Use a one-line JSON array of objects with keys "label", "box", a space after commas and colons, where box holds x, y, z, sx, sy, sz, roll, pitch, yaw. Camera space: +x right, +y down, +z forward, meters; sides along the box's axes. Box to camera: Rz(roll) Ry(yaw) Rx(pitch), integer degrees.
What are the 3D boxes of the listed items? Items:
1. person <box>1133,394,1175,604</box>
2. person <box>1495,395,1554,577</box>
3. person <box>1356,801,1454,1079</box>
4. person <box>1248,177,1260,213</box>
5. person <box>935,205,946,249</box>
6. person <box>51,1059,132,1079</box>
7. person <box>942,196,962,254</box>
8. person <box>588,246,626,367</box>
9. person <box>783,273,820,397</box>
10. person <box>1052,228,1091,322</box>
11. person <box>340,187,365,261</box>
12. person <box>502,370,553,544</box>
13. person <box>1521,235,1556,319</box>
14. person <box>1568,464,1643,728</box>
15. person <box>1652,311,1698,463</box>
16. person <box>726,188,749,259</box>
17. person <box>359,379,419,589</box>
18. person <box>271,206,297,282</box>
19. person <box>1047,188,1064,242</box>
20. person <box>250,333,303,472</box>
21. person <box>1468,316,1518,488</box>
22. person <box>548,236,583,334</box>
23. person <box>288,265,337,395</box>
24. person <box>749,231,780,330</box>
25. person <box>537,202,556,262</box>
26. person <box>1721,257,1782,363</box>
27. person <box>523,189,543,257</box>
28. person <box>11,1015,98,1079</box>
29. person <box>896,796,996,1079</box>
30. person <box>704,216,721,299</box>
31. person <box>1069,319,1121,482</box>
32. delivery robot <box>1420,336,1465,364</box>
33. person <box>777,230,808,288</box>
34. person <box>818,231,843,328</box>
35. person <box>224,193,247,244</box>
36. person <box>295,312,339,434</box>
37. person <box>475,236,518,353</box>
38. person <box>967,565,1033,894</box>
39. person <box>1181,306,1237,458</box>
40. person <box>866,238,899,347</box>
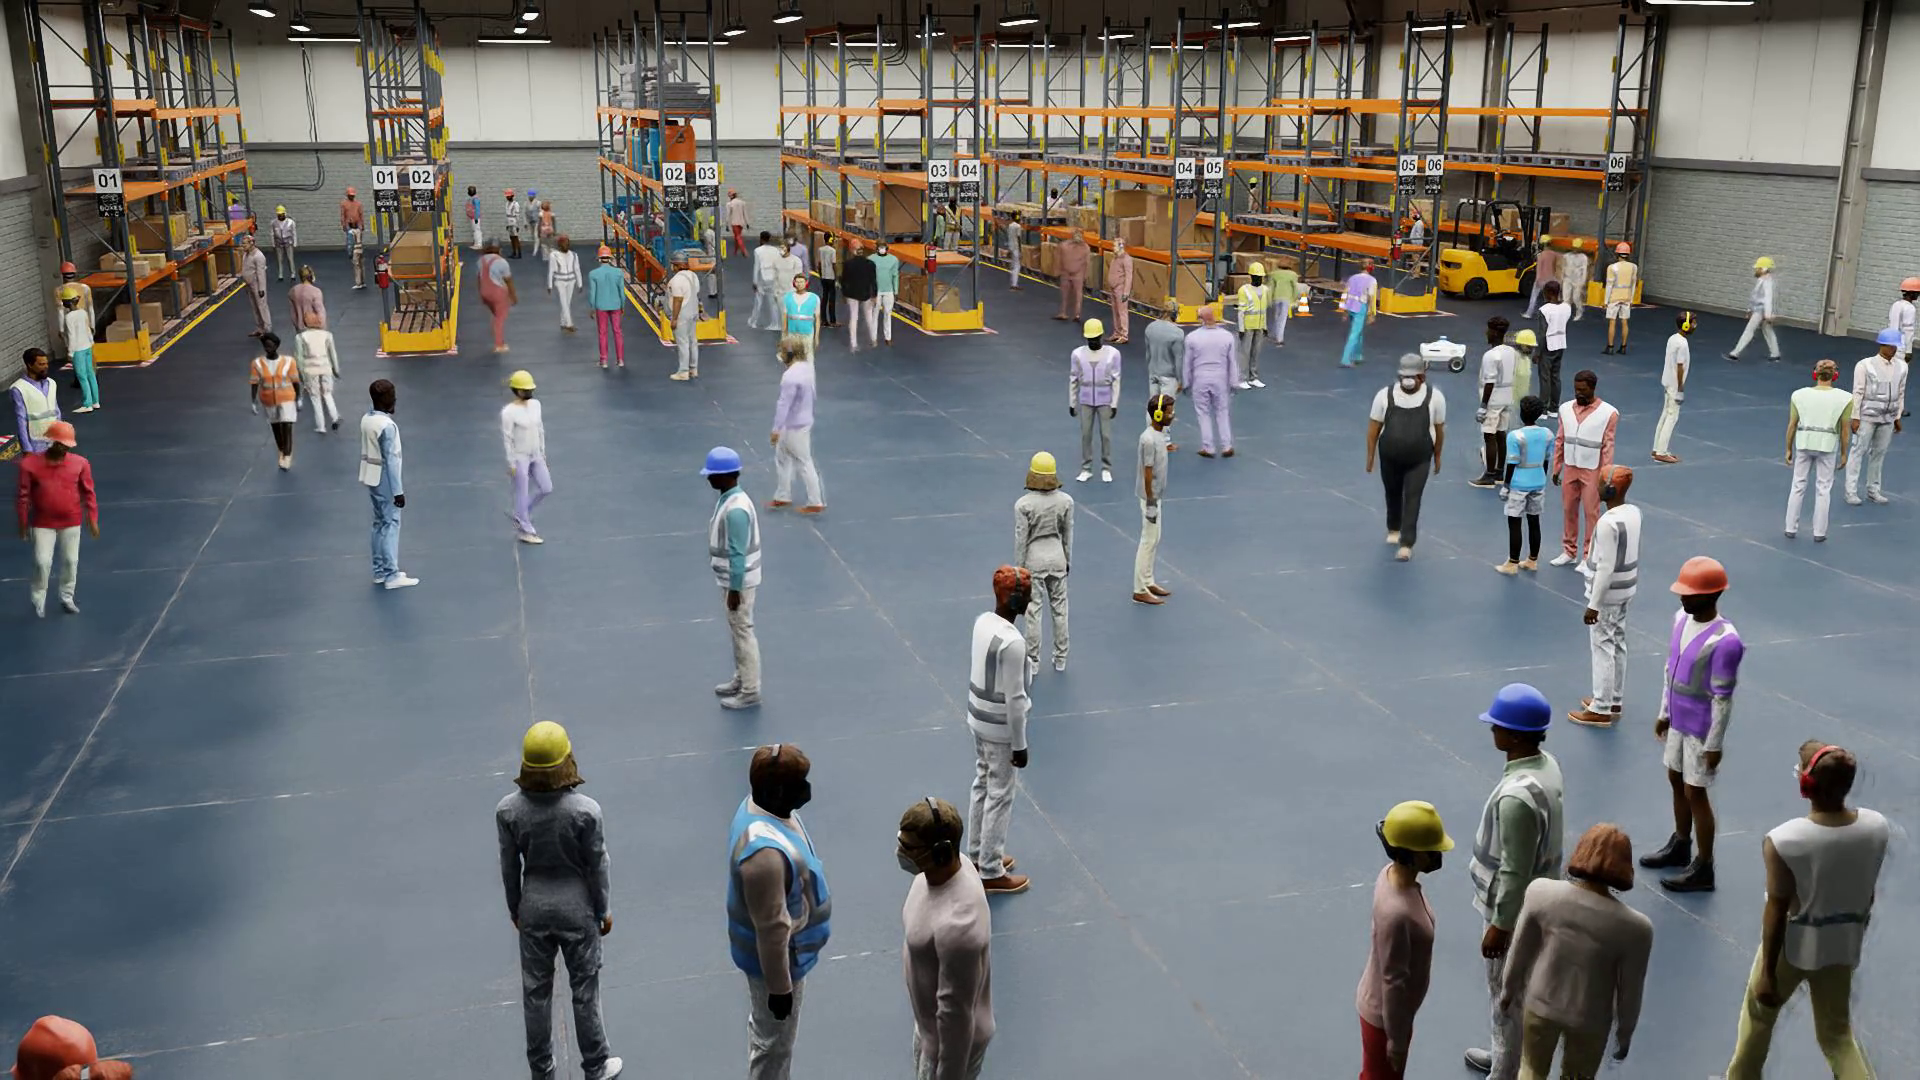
[{"label": "person", "box": [1.713, -0.364, 14.662, 0.325, 1.860, 0.514, 4, 15, 15]}, {"label": "person", "box": [5.255, -0.504, 15.493, 0.542, 1.695, 0.316, -7, 16, -25]}, {"label": "person", "box": [1.714, 1.846, 6.517, 0.318, 1.769, 0.522, 4, 15, 15]}, {"label": "person", "box": [9.274, -10.498, 52.659, 0.366, 1.927, 0.591, 9, 17, 29]}, {"label": "person", "box": [-0.508, -8.020, 43.919, 0.287, 1.627, 0.497, -3, 15, -11]}, {"label": "person", "box": [-2.312, 2.297, 4.598, 0.361, 1.882, 0.575, -8, 17, -29]}, {"label": "person", "box": [-0.208, -8.203, 44.189, 0.627, 1.844, 0.429, -8, 17, -28]}, {"label": "person", "box": [-5.835, -3.858, 27.544, 0.608, 1.995, 0.377, -7, 16, -25]}, {"label": "person", "box": [-2.359, -3.058, 24.807, 0.567, 1.850, 0.389, 2, 15, 6]}, {"label": "person", "box": [2.196, -5.270, 33.105, 0.802, 1.870, 0.444, 6, 16, 21]}, {"label": "person", "box": [-16.663, -8.667, 45.661, 0.614, 1.987, 0.407, -11, 19, -36]}, {"label": "person", "box": [-4.311, -0.824, 16.570, 0.376, 1.752, 0.551, 8, 17, 29]}, {"label": "person", "box": [11.701, -5.236, 33.267, 0.530, 1.717, 0.921, -6, 16, -22]}, {"label": "person", "box": [4.586, 0.392, 11.763, 0.337, 1.882, 0.583, 13, 19, 39]}, {"label": "person", "box": [8.741, -1.870, 20.344, 0.340, 1.857, 0.518, 2, 15, 9]}, {"label": "person", "box": [-6.155, -8.772, 46.161, 0.639, 1.950, 1.002, -14, 20, -42]}, {"label": "person", "box": [-5.234, -0.507, 15.109, 0.392, 1.911, 0.582, -11, 18, -35]}, {"label": "person", "box": [-16.370, -7.160, 40.275, 0.586, 1.835, 0.403, -3, 15, -12]}, {"label": "person", "box": [2.710, -9.275, 48.228, 0.625, 1.841, 0.429, 0, 15, 0]}, {"label": "person", "box": [-8.192, -1.658, 19.914, 0.551, 1.640, 0.896, -3, 15, -10]}, {"label": "person", "box": [6.101, -1.572, 18.992, 0.608, 1.966, 0.370, -14, 21, -43]}, {"label": "person", "box": [-7.418, -4.810, 31.437, 0.602, 1.827, 0.979, -12, 19, -37]}, {"label": "person", "box": [-9.739, -3.144, 24.962, 0.627, 1.941, 0.371, 6, 16, 23]}, {"label": "person", "box": [-3.793, -4.999, 32.080, 0.681, 1.866, 0.875, -14, 20, -42]}, {"label": "person", "box": [-11.223, -8.337, 45.105, 0.540, 1.619, 0.513, -10, 18, -33]}, {"label": "person", "box": [13.438, -3.854, 27.945, 0.947, 1.786, 0.585, 7, 16, 24]}, {"label": "person", "box": [-11.969, -8.970, 46.954, 0.632, 1.910, 0.820, 4, 15, 15]}, {"label": "person", "box": [-2.630, 2.245, 5.039, 0.329, 1.751, 0.569, 7, 16, 24]}, {"label": "person", "box": [-0.058, 1.851, 6.187, 0.375, 1.933, 0.625, -2, 15, -6]}, {"label": "person", "box": [-5.474, -6.292, 37.018, 0.404, 1.827, 0.600, 2, 15, 6]}, {"label": "person", "box": [1.550, -1.610, 19.241, 0.603, 1.913, 0.417, 4, 15, 14]}, {"label": "delivery robot", "box": [7.895, -3.089, 27.228, 0.707, 0.478, 0.477, 4, 15, 13]}, {"label": "person", "box": [-3.263, -5.129, 32.538, 0.627, 1.901, 1.000, 2, 15, 7]}, {"label": "person", "box": [-2.535, -5.064, 32.333, 0.512, 1.865, 0.329, 13, 20, 41]}, {"label": "person", "box": [-19.390, -8.306, 44.520, 0.365, 1.890, 0.718, 13, 19, 39]}, {"label": "person", "box": [-8.538, -2.220, 22.101, 0.521, 1.621, 0.371, -12, 19, -39]}, {"label": "person", "box": [-8.071, -4.339, 29.264, 0.694, 2.000, 0.725, 9, 17, 30]}, {"label": "person", "box": [0.228, 1.051, 9.312, 0.365, 1.875, 0.572, -5, 16, -17]}, {"label": "person", "box": [3.081, -1.960, 20.639, 0.717, 1.873, 0.405, -2, 15, -6]}, {"label": "person", "box": [-1.394, -4.439, 29.835, 0.629, 1.940, 0.379, -3, 15, -12]}]
